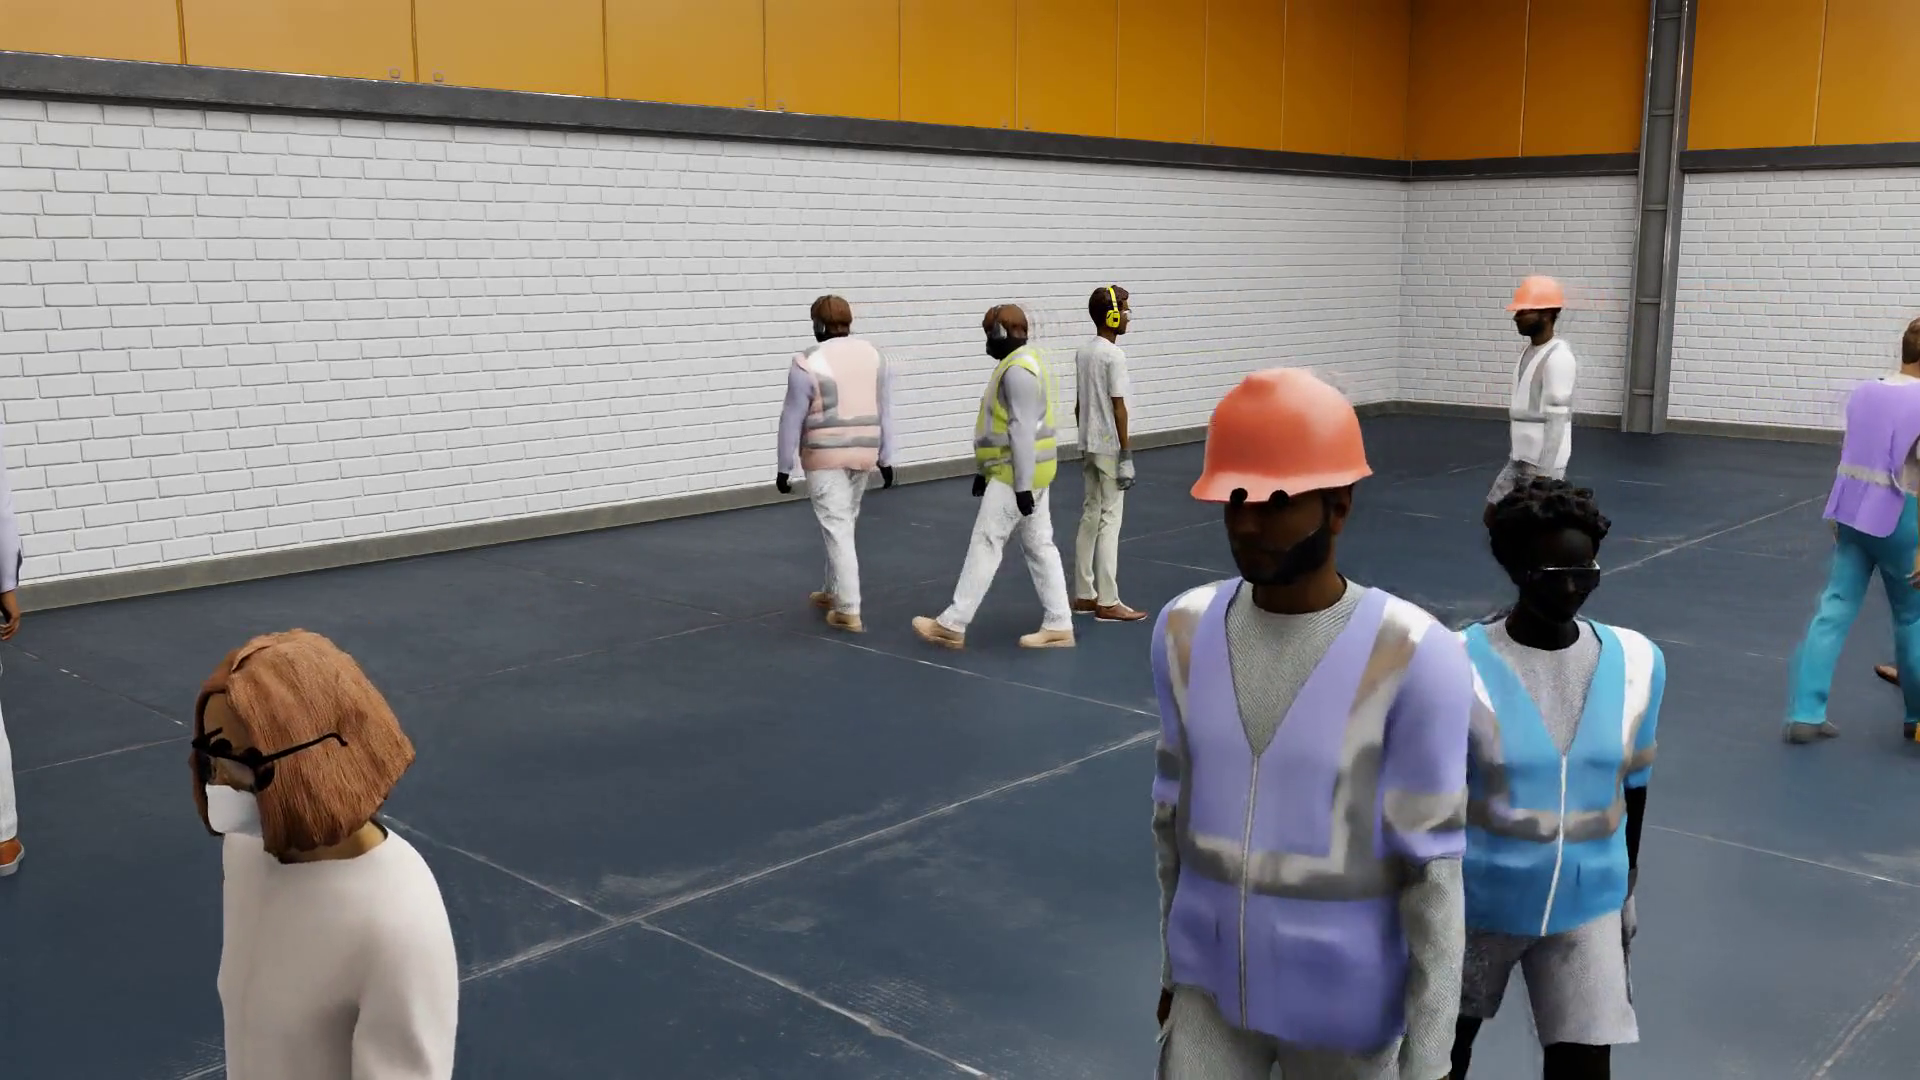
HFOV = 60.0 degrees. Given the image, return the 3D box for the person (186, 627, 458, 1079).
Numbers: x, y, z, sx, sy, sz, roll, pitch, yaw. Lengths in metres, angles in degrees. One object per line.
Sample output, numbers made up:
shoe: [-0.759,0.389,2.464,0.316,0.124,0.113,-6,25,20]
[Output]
person: [-0.844,0.910,2.119,0.524,1.597,0.700,8,13,39]

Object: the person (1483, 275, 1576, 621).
person: [3.082,-0.454,8.987,0.399,1.926,0.566,-1,10,-3]

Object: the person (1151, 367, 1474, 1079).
person: [0.556,0.669,2.667,0.552,1.908,0.890,8,12,37]

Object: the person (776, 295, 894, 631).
person: [-0.753,-0.434,9.181,0.661,1.815,0.783,-8,13,-39]

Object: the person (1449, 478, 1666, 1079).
person: [1.095,0.694,3.243,0.541,1.646,0.890,0,10,-1]

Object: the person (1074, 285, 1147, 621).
person: [0.827,-0.481,9.305,0.328,1.872,0.510,-5,11,-25]

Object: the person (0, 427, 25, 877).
person: [-3.377,0.171,5.372,0.615,1.945,0.404,-8,13,-38]

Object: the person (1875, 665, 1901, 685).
person: [4.911,-0.172,7.623,1.028,1.858,0.659,7,12,35]

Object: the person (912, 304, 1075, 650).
person: [0.195,-0.317,8.628,0.915,1.783,0.661,1,10,7]

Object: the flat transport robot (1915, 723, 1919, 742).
flat transport robot: [4.510,0.840,6.335,0.652,0.197,1.431,-4,11,-20]

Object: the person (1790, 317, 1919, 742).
person: [3.907,-0.030,6.928,0.896,1.789,0.699,-2,10,-13]
